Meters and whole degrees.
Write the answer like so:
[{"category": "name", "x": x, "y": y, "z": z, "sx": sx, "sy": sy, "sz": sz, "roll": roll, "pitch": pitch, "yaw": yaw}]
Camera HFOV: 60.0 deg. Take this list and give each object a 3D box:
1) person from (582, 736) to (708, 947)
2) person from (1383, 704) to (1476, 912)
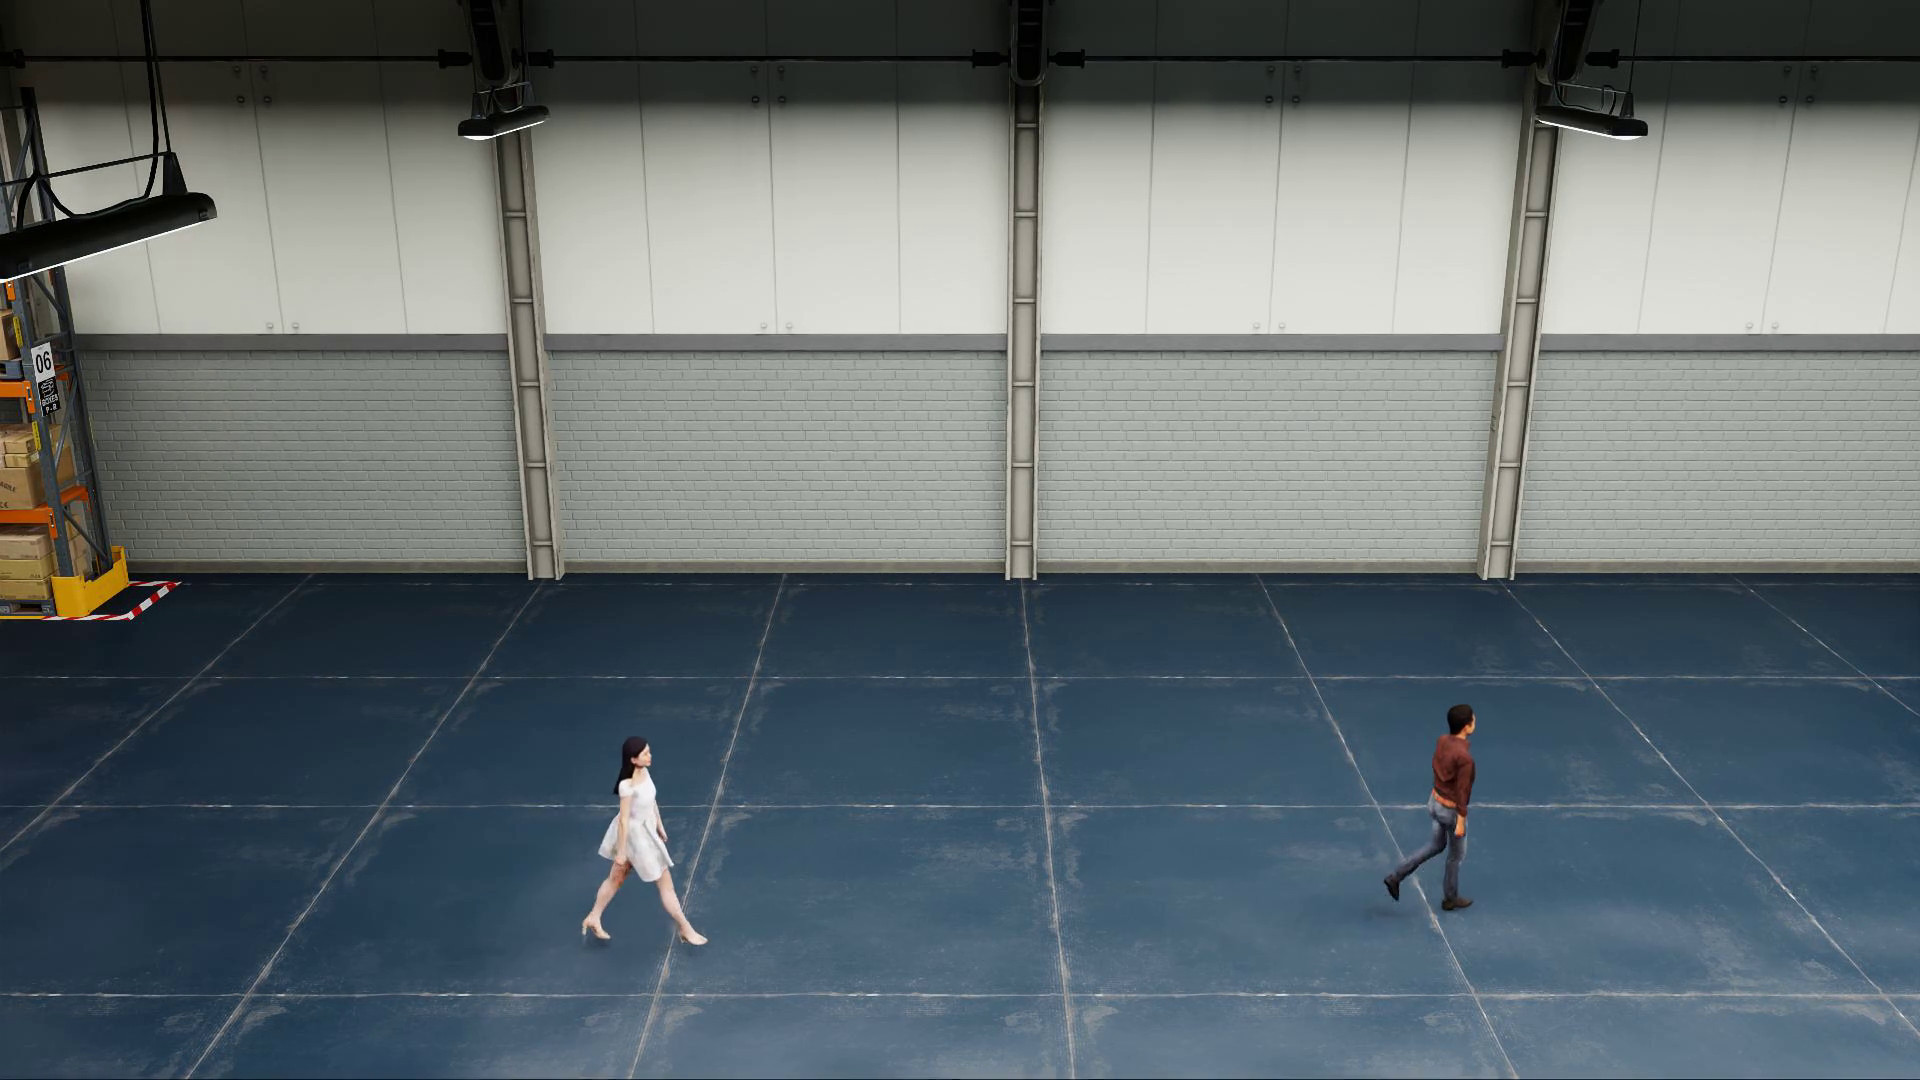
[{"category": "person", "x": -2.518, "y": 2.316, "z": 12.539, "sx": 1.212, "sy": 1.715, "sz": 0.675, "roll": 1, "pitch": 18, "yaw": 4}, {"category": "person", "x": 3.742, "y": 2.131, "z": 13.032, "sx": 1.045, "sy": 1.760, "sz": 0.790, "roll": -4, "pitch": 18, "yaw": -11}]
